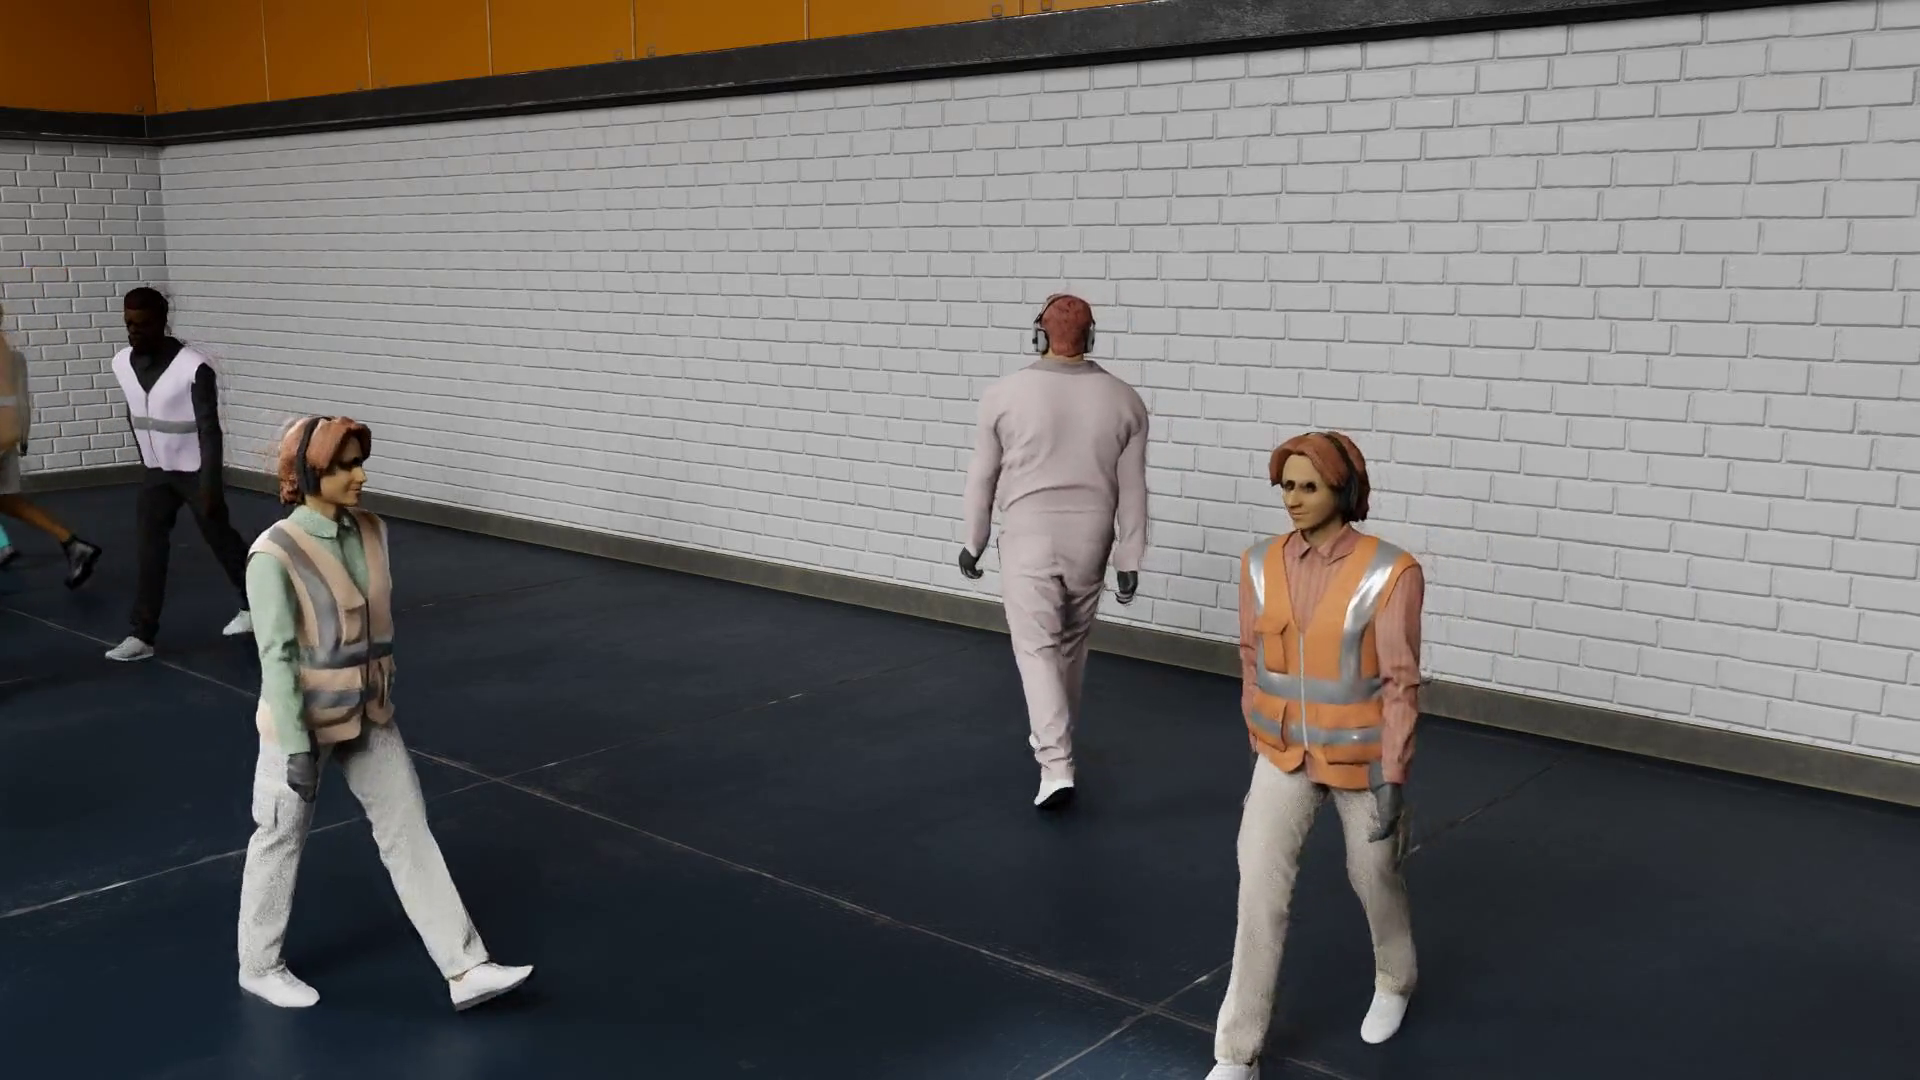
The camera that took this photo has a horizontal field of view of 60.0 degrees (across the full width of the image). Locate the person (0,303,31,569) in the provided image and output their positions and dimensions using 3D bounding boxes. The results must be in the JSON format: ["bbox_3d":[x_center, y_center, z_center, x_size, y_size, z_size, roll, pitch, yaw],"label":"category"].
[{"bbox_3d":[-6.157,-0.669,10.472,0.569,1.724,0.578,8,13,39],"label":"person"}]

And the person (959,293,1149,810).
[{"bbox_3d":[0.363,0.026,6.164,0.654,1.866,0.989,-2,10,-13],"label":"person"}]

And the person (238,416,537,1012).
[{"bbox_3d":[-1.569,0.480,4.294,0.873,1.588,0.540,3,10,18],"label":"person"}]

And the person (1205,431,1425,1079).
[{"bbox_3d":[0.901,0.526,4.038,0.520,1.597,0.849,8,13,39],"label":"person"}]

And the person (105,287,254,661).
[{"bbox_3d":[-3.929,-0.353,8.400,0.633,1.844,1.035,3,10,15],"label":"person"}]

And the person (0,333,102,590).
[{"bbox_3d":[-5.509,-0.592,9.575,0.844,1.905,0.554,-2,10,-11],"label":"person"}]
